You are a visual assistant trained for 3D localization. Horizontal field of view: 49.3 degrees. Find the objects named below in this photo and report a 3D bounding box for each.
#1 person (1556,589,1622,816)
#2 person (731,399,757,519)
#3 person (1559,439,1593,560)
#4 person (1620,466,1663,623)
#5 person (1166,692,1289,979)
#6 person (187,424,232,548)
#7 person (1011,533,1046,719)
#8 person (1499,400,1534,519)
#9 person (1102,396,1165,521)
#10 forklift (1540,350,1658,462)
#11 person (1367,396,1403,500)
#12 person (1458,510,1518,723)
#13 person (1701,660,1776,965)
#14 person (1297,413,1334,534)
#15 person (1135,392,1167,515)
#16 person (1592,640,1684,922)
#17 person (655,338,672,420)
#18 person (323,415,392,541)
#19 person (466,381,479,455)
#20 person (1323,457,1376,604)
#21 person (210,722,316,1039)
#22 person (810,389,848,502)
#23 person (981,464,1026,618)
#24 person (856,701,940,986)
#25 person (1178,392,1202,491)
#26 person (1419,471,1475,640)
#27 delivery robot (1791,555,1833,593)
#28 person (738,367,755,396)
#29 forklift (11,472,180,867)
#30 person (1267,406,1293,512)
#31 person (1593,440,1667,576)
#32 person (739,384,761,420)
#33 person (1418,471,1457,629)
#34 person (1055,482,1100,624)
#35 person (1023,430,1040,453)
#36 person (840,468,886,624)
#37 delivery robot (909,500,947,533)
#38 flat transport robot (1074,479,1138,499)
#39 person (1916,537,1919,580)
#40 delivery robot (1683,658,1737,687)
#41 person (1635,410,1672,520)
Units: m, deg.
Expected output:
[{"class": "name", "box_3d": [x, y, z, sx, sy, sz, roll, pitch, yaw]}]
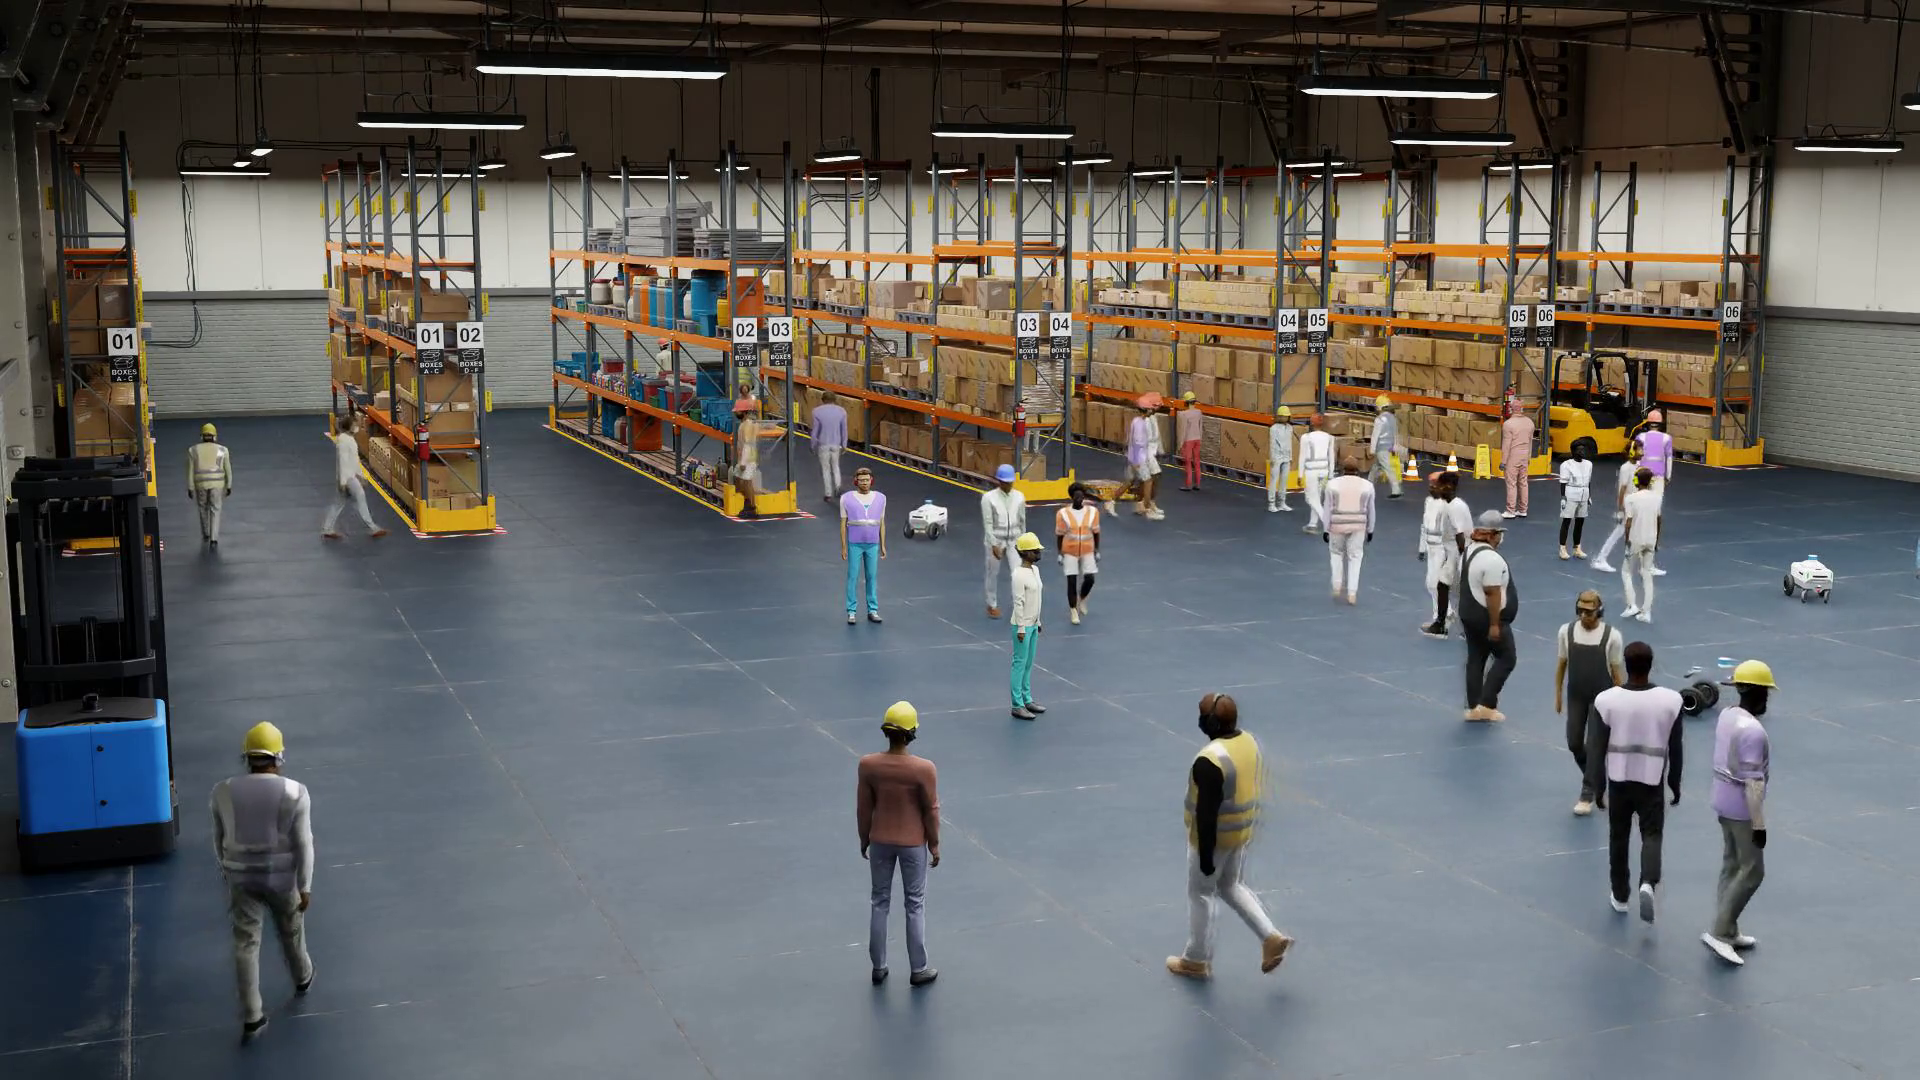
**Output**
[{"class": "person", "box_3d": [5.079, 1.258, 16.857, 0.530, 1.821, 0.668, 5, 10, 31]}, {"class": "person", "box_3d": [-3.458, -1.301, 33.579, 0.433, 1.918, 0.563, -2, 9, -14]}, {"class": "person", "box_3d": [8.673, -0.576, 29.487, 0.540, 1.695, 0.317, -3, 9, -22]}, {"class": "person", "box_3d": [8.093, 0.044, 24.863, 0.529, 1.852, 0.524, -1, 9, -8]}, {"class": "person", "box_3d": [1.648, 1.839, 12.961, 0.698, 1.826, 0.637, 6, 11, 36]}, {"class": "person", "box_3d": [-11.018, -0.815, 30.798, 0.607, 1.779, 0.919, -2, 9, -13]}, {"class": "person", "box_3d": [0.651, 0.807, 20.032, 0.306, 1.772, 0.525, 3, 9, 21]}, {"class": "person", "box_3d": [8.897, -1.297, 33.617, 0.643, 1.903, 0.399, -5, 10, -31]}, {"class": "person", "box_3d": [2.752, -1.304, 33.349, 0.976, 2.000, 0.671, 0, 9, 0]}, {"class": "forklift", "box_3d": [12.897, -2.725, 42.309, 2.313, 2.155, 1.214, -3, 9, -21]}, {"class": "person", "box_3d": [7.213, -1.583, 35.907, 0.956, 1.783, 0.612, 6, 10, 34]}, {"class": "person", "box_3d": [4.979, 0.735, 19.749, 0.535, 2.000, 0.709, -2, 9, -11]}, {"class": "person", "box_3d": [4.997, 1.729, 13.467, 0.505, 1.902, 0.661, 0, 9, 0]}, {"class": "person", "box_3d": [5.438, -0.997, 31.756, 0.583, 1.865, 0.768, -4, 9, -25]}, {"class": "person", "box_3d": [3.138, -1.400, 33.948, 0.682, 2.014, 0.636, 2, 9, 10]}, {"class": "person", "box_3d": [4.572, 1.628, 14.144, 0.592, 1.899, 0.704, 3, 9, 17]}, {"class": "person", "box_3d": [-7.147, -3.908, 50.752, 0.407, 1.987, 0.614, 7, 11, 38]}, {"class": "person", "box_3d": [-9.040, -0.919, 31.159, 1.024, 1.885, 0.633, -2, 9, -14]}, {"class": "person", "box_3d": [-10.109, -2.562, 42.988, 0.505, 1.620, 0.434, -4, 9, -26]}, {"class": "person", "box_3d": [4.864, -0.143, 26.230, 0.656, 1.811, 0.793, 1, 9, 7]}, {"class": "person", "box_3d": [-4.082, 1.944, 12.361, 0.604, 1.782, 0.939, -1, 9, -6]}, {"class": "person", "box_3d": [-2.253, -1.617, 35.705, 0.633, 1.921, 0.529, -4, 9, -22]}, {"class": "person", "box_3d": [0.542, 0.040, 24.745, 0.605, 1.878, 1.029, -3, 9, -20]}, {"class": "person", "box_3d": [-0.372, 1.868, 12.963, 0.535, 1.767, 0.316, 3, 9, 17]}, {"class": "person", "box_3d": [4.081, -1.745, 37.118, 0.565, 1.754, 0.333, -8, 12, -44]}, {"class": "person", "box_3d": [5.616, 0.181, 23.758, 0.878, 1.898, 0.621, 4, 10, 27]}, {"class": "delivery robot", "box_3d": [10.734, 0.433, 26.383, 0.477, 0.478, 0.707, 1, 8, 6]}, {"class": "person", "box_3d": [-5.266, -3.814, 50.759, 0.650, 1.803, 0.831, 5, 10, 30]}, {"class": "forklift", "box_3d": [-6.630, 0.886, 15.957, 1.129, 2.768, 1.873, -3, 9, -21]}, {"class": "person", "box_3d": [5.290, -1.340, 34.426, 0.492, 1.742, 0.320, -6, 10, -35]}, {"class": "person", "box_3d": [9.031, -0.445, 28.227, 0.962, 1.826, 0.540, 4, 10, 27]}, {"class": "person", "box_3d": [-4.179, -2.260, 41.062, 0.532, 1.594, 0.861, -3, 9, -19]}, {"class": "person", "box_3d": [5.515, 0.123, 24.258, 0.416, 1.865, 0.594, -2, 9, -14]}, {"class": "person", "box_3d": [1.387, 0.149, 24.674, 0.555, 1.681, 0.386, -1, 9, -7]}, {"class": "person", "box_3d": [1.474, -2.440, 42.118, 0.498, 1.636, 0.286, -4, 10, -26]}, {"class": "person", "box_3d": [-1.146, 0.056, 24.777, 0.567, 1.847, 0.389, -3, 9, -20]}, {"class": "delivery robot", "box_3d": [-0.477, -0.357, 31.651, 0.477, 0.478, 0.707, 4, 9, 26]}, {"class": "flat transport robot", "box_3d": [2.512, -0.892, 36.472, 0.652, 0.197, 1.431, -3, 9, -19]}, {"class": "person", "box_3d": [11.034, 0.356, 23.564, 0.517, 1.615, 0.638, 4, 9, 25]}, {"class": "delivery robot", "box_3d": [7.328, 1.247, 20.094, 0.698, 0.223, 0.335, 6, 11, 37]}, {"class": "person", "box_3d": [10.520, -1.018, 31.785, 0.555, 1.908, 0.900, 2, 9, 13]}]
